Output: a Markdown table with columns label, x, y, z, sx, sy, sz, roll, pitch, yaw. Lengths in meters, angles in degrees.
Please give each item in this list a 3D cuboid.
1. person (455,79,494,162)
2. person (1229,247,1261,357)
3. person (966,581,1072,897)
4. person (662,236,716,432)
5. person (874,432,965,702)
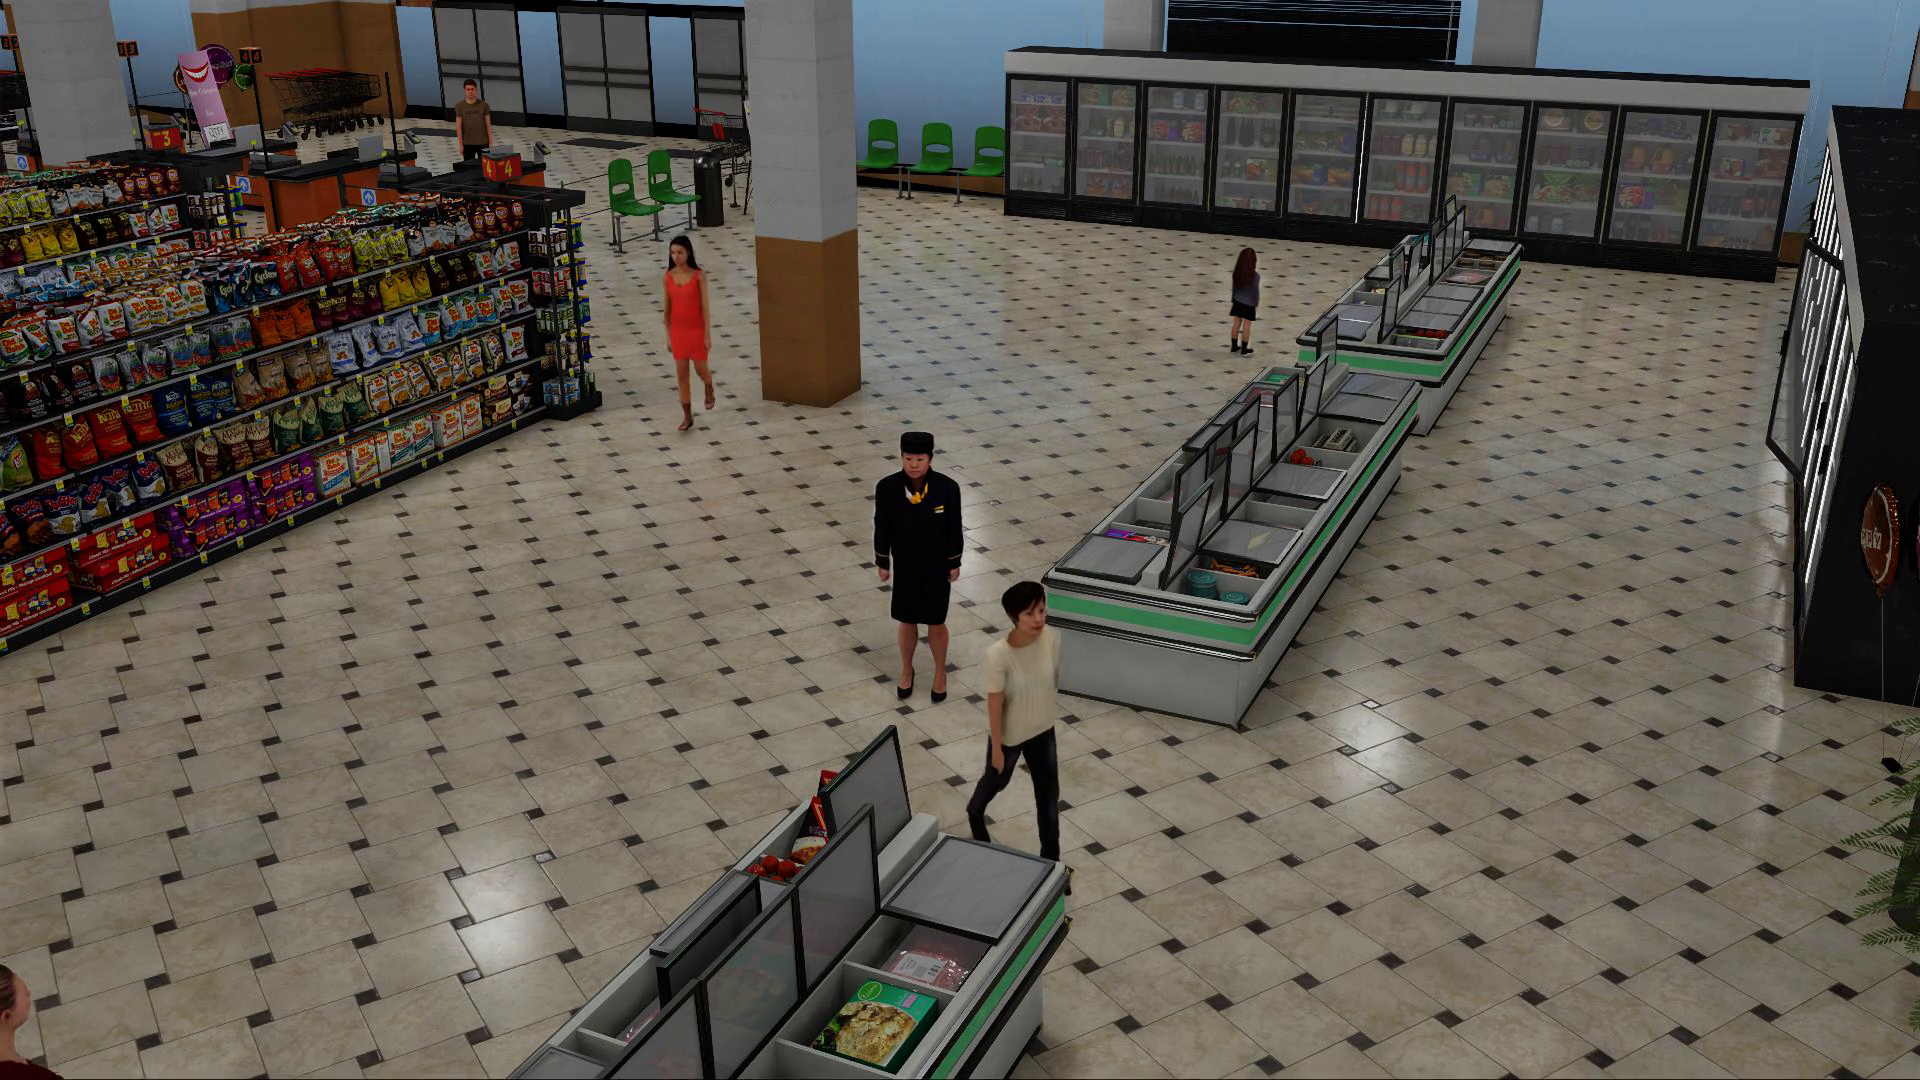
| label | x | y | z | sx | sy | sz | roll | pitch | yaw |
| --- | --- | --- | --- | --- | --- | --- | --- | --- | --- |
| person | -7.115 | -5.818 | 24.422 | 0.732 | 1.851 | 0.804 | -9 | 24 | -21 |
| person | 2.910 | -2.448 | 17.038 | 0.513 | 1.103 | 0.525 | 19 | 29 | 39 |
| person | 0.245 | 0.917 | 8.065 | 1.026 | 1.549 | 0.987 | -13 | 25 | -29 |
| person | -2.374 | -1.843 | 14.730 | 0.767 | 1.700 | 0.990 | 3 | 22 | 7 |
| person | -0.223 | 0.154 | 9.799 | 0.765 | 1.671 | 0.744 | 2 | 22 | 5 |
